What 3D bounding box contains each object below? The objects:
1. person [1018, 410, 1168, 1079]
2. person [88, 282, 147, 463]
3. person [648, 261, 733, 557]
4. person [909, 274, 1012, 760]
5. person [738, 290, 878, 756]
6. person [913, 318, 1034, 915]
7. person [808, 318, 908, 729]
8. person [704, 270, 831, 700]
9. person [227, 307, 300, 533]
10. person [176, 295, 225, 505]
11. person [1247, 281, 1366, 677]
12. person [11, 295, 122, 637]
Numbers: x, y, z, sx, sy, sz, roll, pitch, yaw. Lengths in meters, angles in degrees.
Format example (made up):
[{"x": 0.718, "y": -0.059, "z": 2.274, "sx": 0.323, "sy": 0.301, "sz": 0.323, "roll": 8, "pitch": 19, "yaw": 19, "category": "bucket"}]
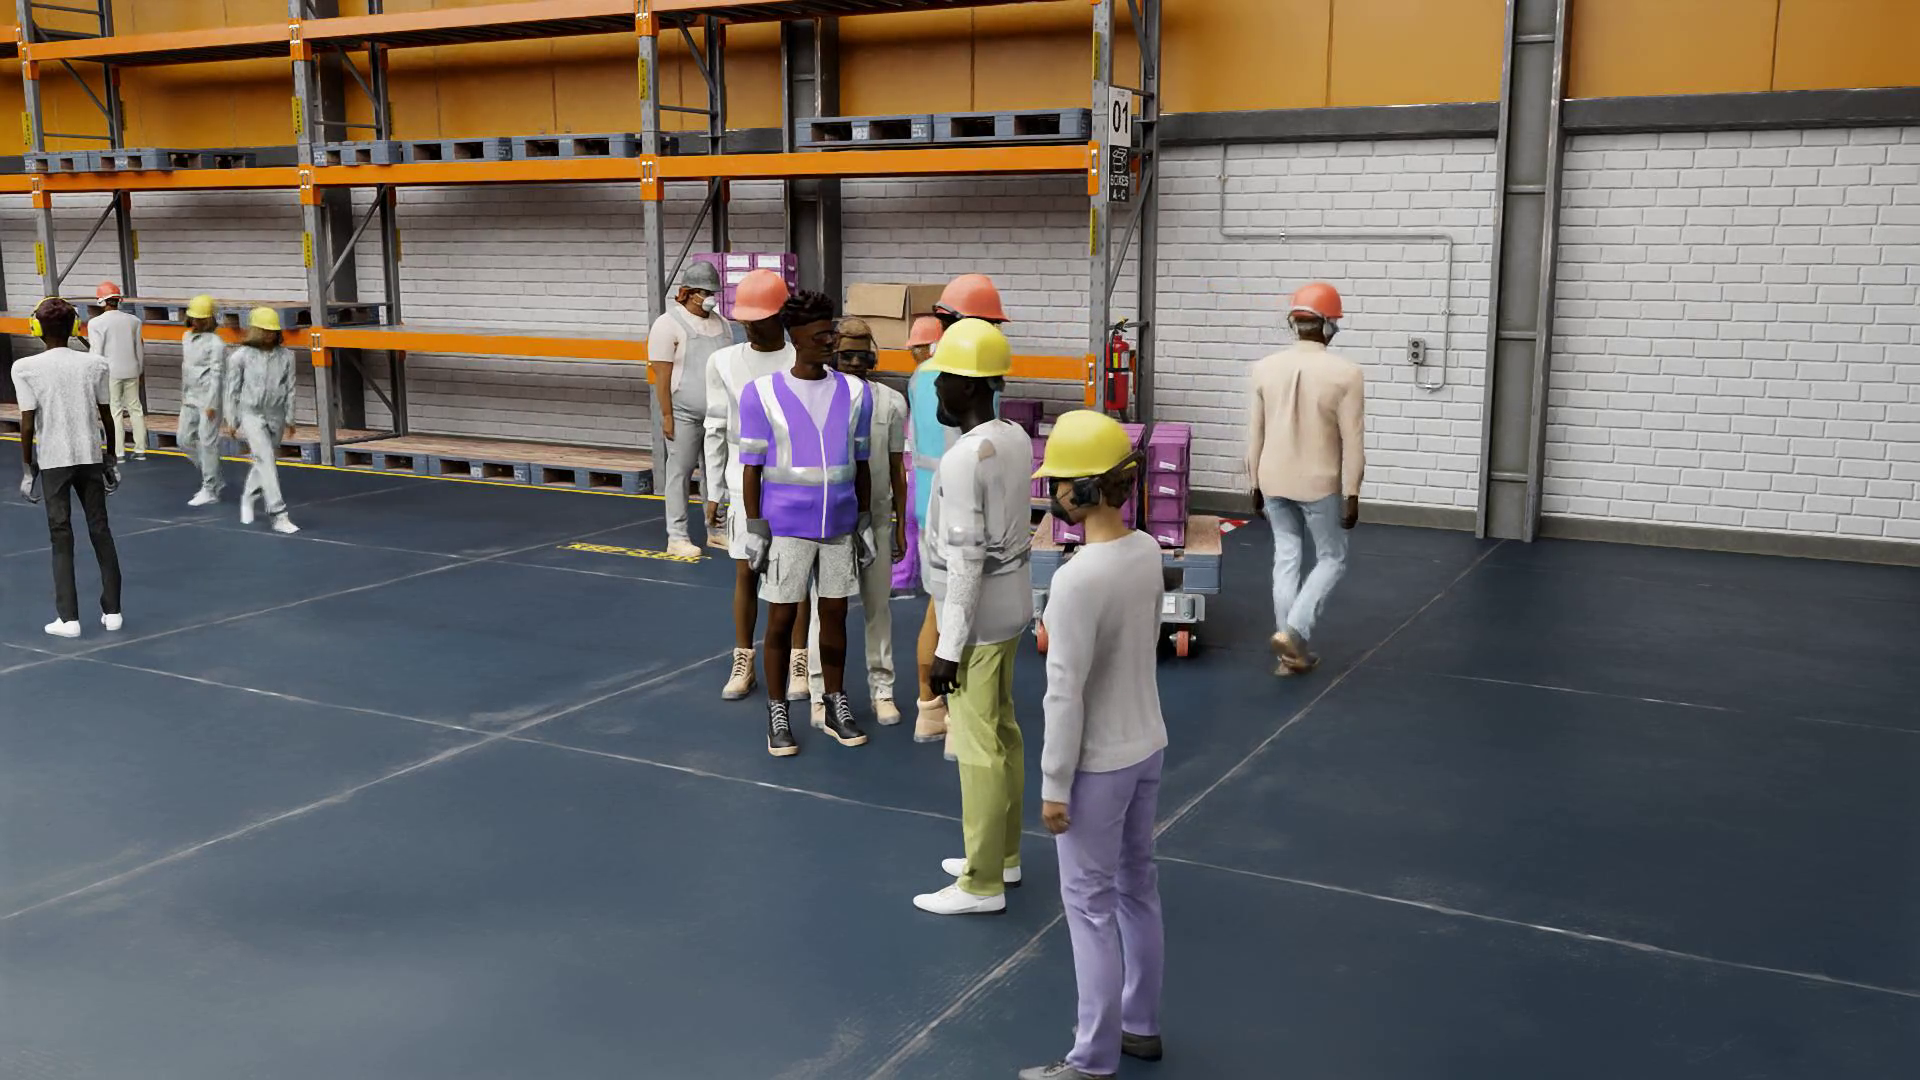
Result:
[{"x": 0.343, "y": 0.549, "z": 4.243, "sx": 0.342, "sy": 1.761, "sz": 0.526, "roll": 6, "pitch": 12, "yaw": 31, "category": "person"}, {"x": -8.216, "y": -1.631, "z": 16.197, "sx": 0.327, "sy": 1.753, "sz": 0.561, "roll": 6, "pitch": 12, "yaw": 28, "category": "person"}, {"x": -1.773, "y": -0.910, "z": 11.463, "sx": 0.535, "sy": 2.000, "sz": 0.679, "roll": 9, "pitch": 14, "yaw": 41, "category": "person"}, {"x": 0.022, "y": -0.095, "z": 7.026, "sx": 0.410, "sy": 2.035, "sz": 0.614, "roll": -6, "pitch": 12, "yaw": -28, "category": "person"}, {"x": -0.636, "y": -0.073, "z": 7.078, "sx": 0.610, "sy": 1.966, "sz": 0.364, "roll": -5, "pitch": 12, "yaw": -26, "category": "person"}, {"x": 0.050, "y": 0.255, "z": 5.379, "sx": 0.355, "sy": 1.930, "sz": 0.587, "roll": 3, "pitch": 11, "yaw": 17, "category": "person"}, {"x": -0.484, "y": -0.066, "z": 7.415, "sx": 0.502, "sy": 1.838, "sz": 0.345, "roll": -2, "pitch": 11, "yaw": -12, "category": "person"}, {"x": -0.897, "y": -0.241, "z": 7.814, "sx": 0.615, "sy": 2.031, "sz": 0.393, "roll": 0, "pitch": 10, "yaw": 2, "category": "person"}, {"x": -5.277, "y": -0.920, "z": 12.510, "sx": 0.898, "sy": 1.681, "sz": 0.483, "roll": 9, "pitch": 13, "yaw": 40, "category": "person"}, {"x": -6.195, "y": -1.139, "z": 13.580, "sx": 0.525, "sy": 1.719, "sz": 0.364, "roll": 6, "pitch": 12, "yaw": 31, "category": "person"}, {"x": 1.676, "y": -0.273, "z": 8.166, "sx": 0.621, "sy": 1.977, "sz": 0.552, "roll": 8, "pitch": 13, "yaw": 36, "category": "person"}, {"x": -4.892, "y": -0.401, "z": 9.142, "sx": 0.328, "sy": 1.872, "sz": 0.509, "roll": 10, "pitch": 14, "yaw": 43, "category": "person"}]
